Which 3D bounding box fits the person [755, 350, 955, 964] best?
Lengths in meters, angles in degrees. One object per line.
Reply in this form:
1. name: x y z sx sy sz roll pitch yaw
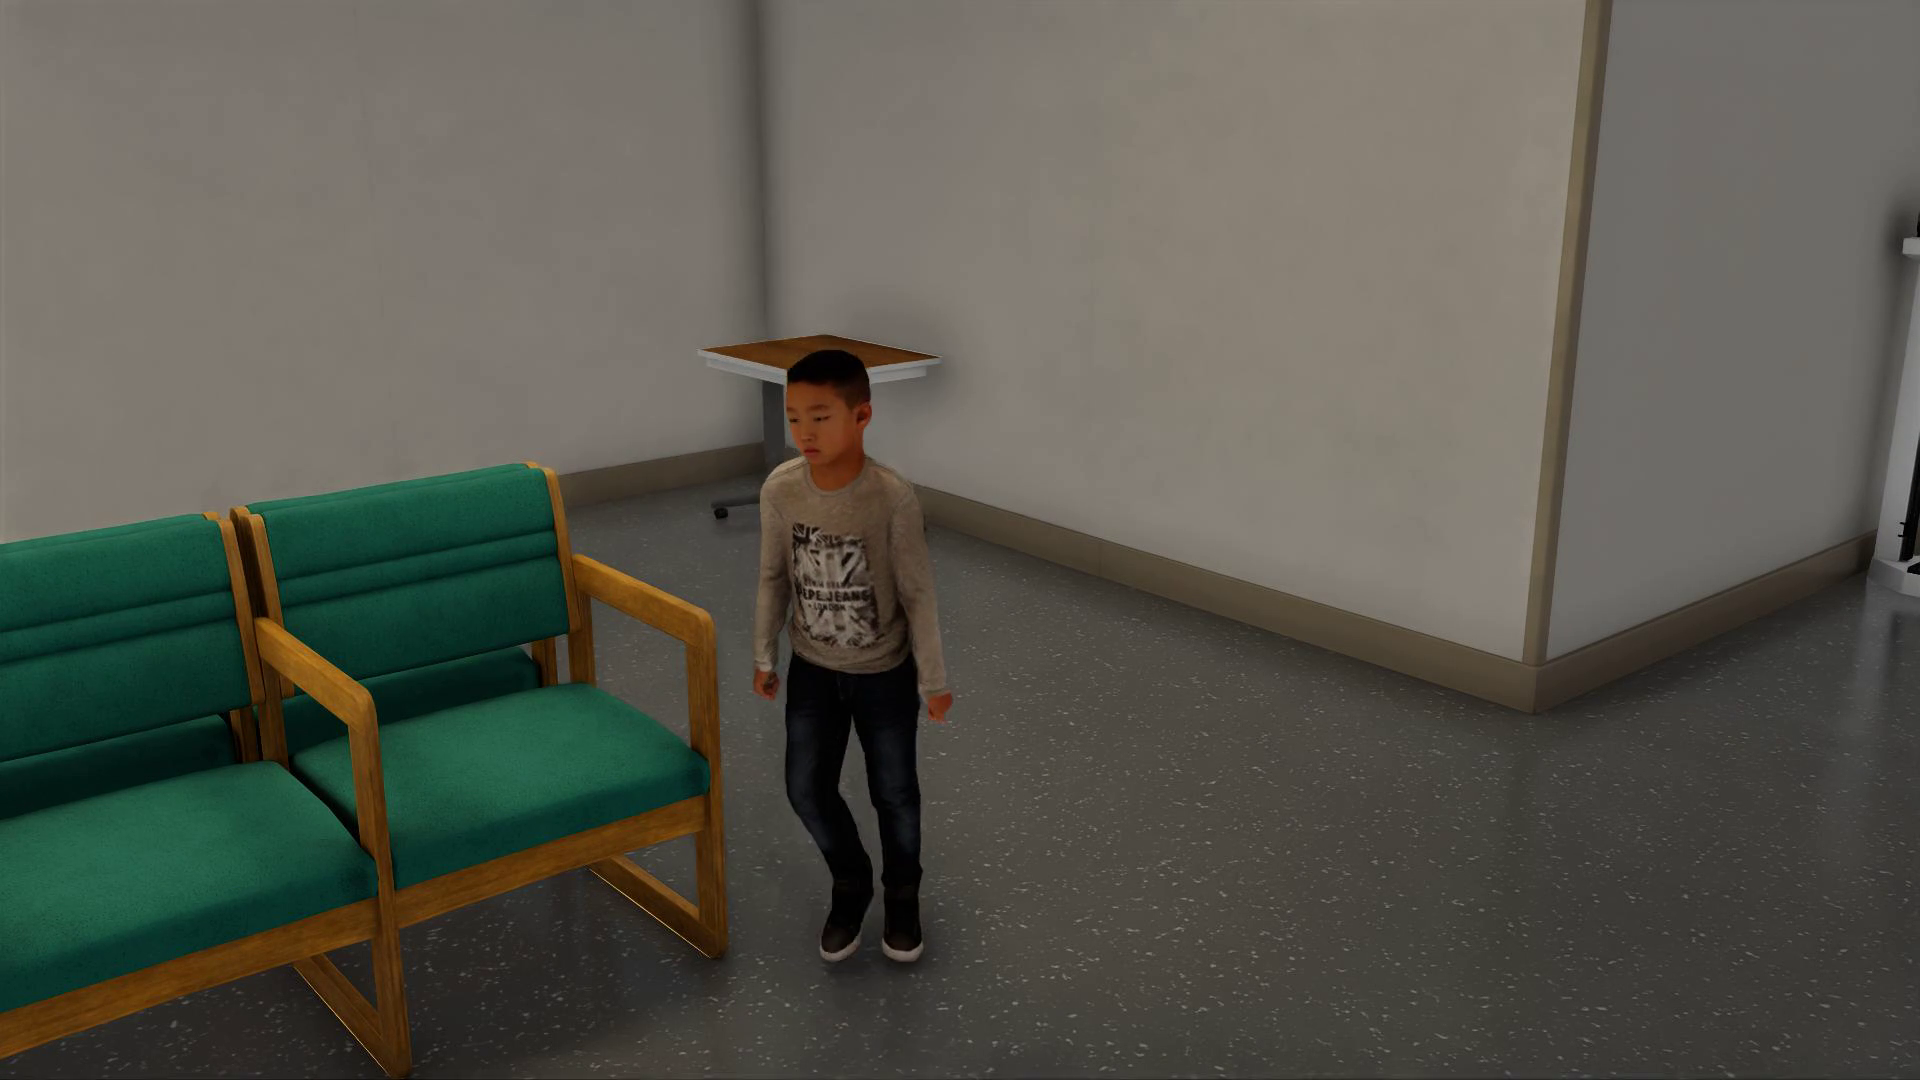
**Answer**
1. person: -0.242 0.269 3.863 0.705 1.450 0.792 2 16 7
